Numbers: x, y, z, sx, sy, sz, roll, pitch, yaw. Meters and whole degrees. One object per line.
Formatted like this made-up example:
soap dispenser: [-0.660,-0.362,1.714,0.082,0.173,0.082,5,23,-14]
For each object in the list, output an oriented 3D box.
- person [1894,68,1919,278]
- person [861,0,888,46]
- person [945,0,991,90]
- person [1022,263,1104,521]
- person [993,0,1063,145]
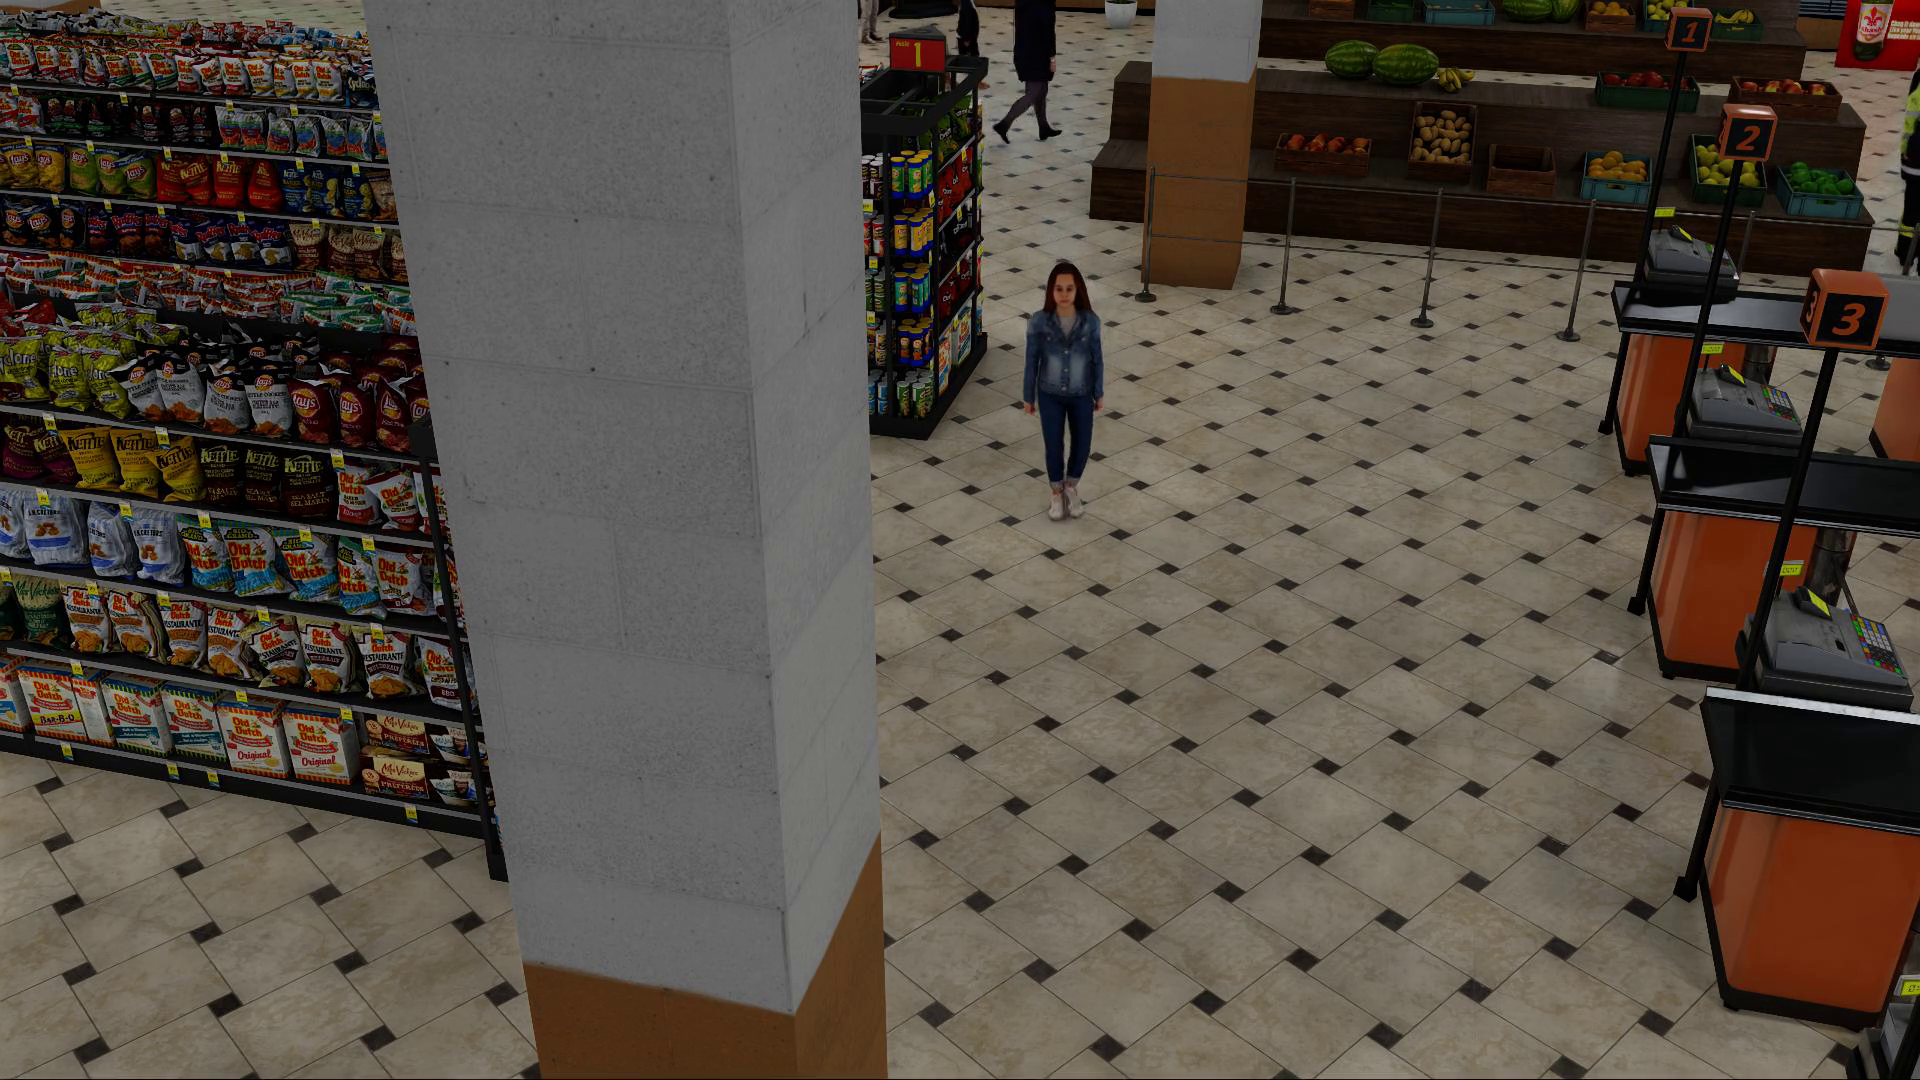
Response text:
person: [7.330,-2.907,12.410,1.155,1.944,1.029,16,32,26]
person: [-1.080,-6.598,19.831,0.544,1.310,0.530,16,33,27]
person: [0.024,-5.455,17.839,0.849,1.213,0.672,-3,29,-6]
person: [0.573,-0.824,9.092,0.543,1.467,0.700,1,29,2]
person: [0.638,-4.544,15.715,1.134,1.648,1.066,-15,32,-25]
